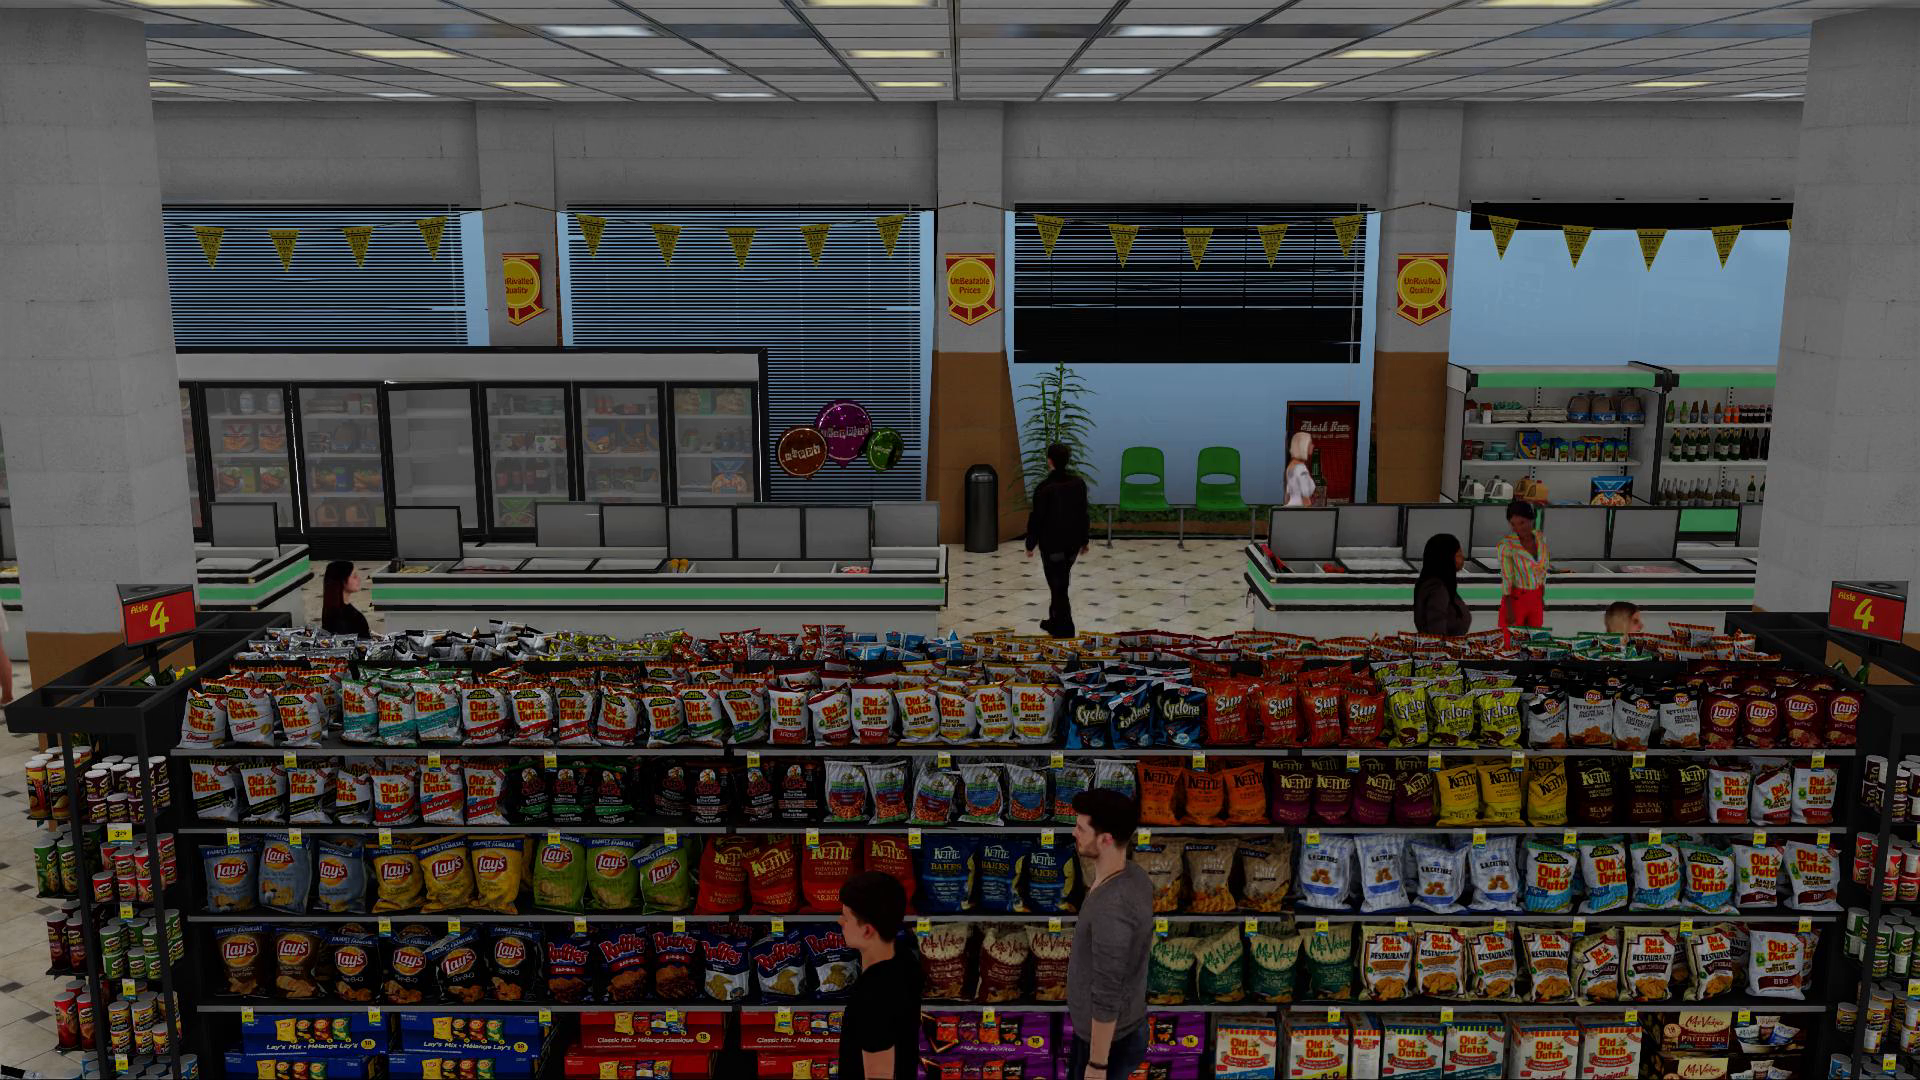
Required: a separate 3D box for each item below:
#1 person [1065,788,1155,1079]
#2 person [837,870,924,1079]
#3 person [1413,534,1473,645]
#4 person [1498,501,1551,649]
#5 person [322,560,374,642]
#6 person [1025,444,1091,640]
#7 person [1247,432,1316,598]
[{"bbox_3d":[0.633,1.848,6.215,0.849,1.891,0.715,1,12,4],"label":"person"},{"bbox_3d":[-0.184,1.993,5.641,1.160,1.844,0.798,2,12,9],"label":"person"},{"bbox_3d":[3.066,0.869,11.032,1.023,1.822,0.744,2,12,8],"label":"person"},{"bbox_3d":[4.317,0.548,12.695,0.663,1.766,0.816,-10,15,-39],"label":"person"},{"bbox_3d":[-4.199,0.956,11.131,1.134,1.612,0.795,-4,12,-16],"label":"person"},{"bbox_3d":[0.944,0.077,14.806,1.006,1.818,1.050,-8,14,-34],"label":"person"},{"bbox_3d":[3.195,-0.164,16.209,1.086,1.711,0.561,0,12,-1],"label":"person"}]
